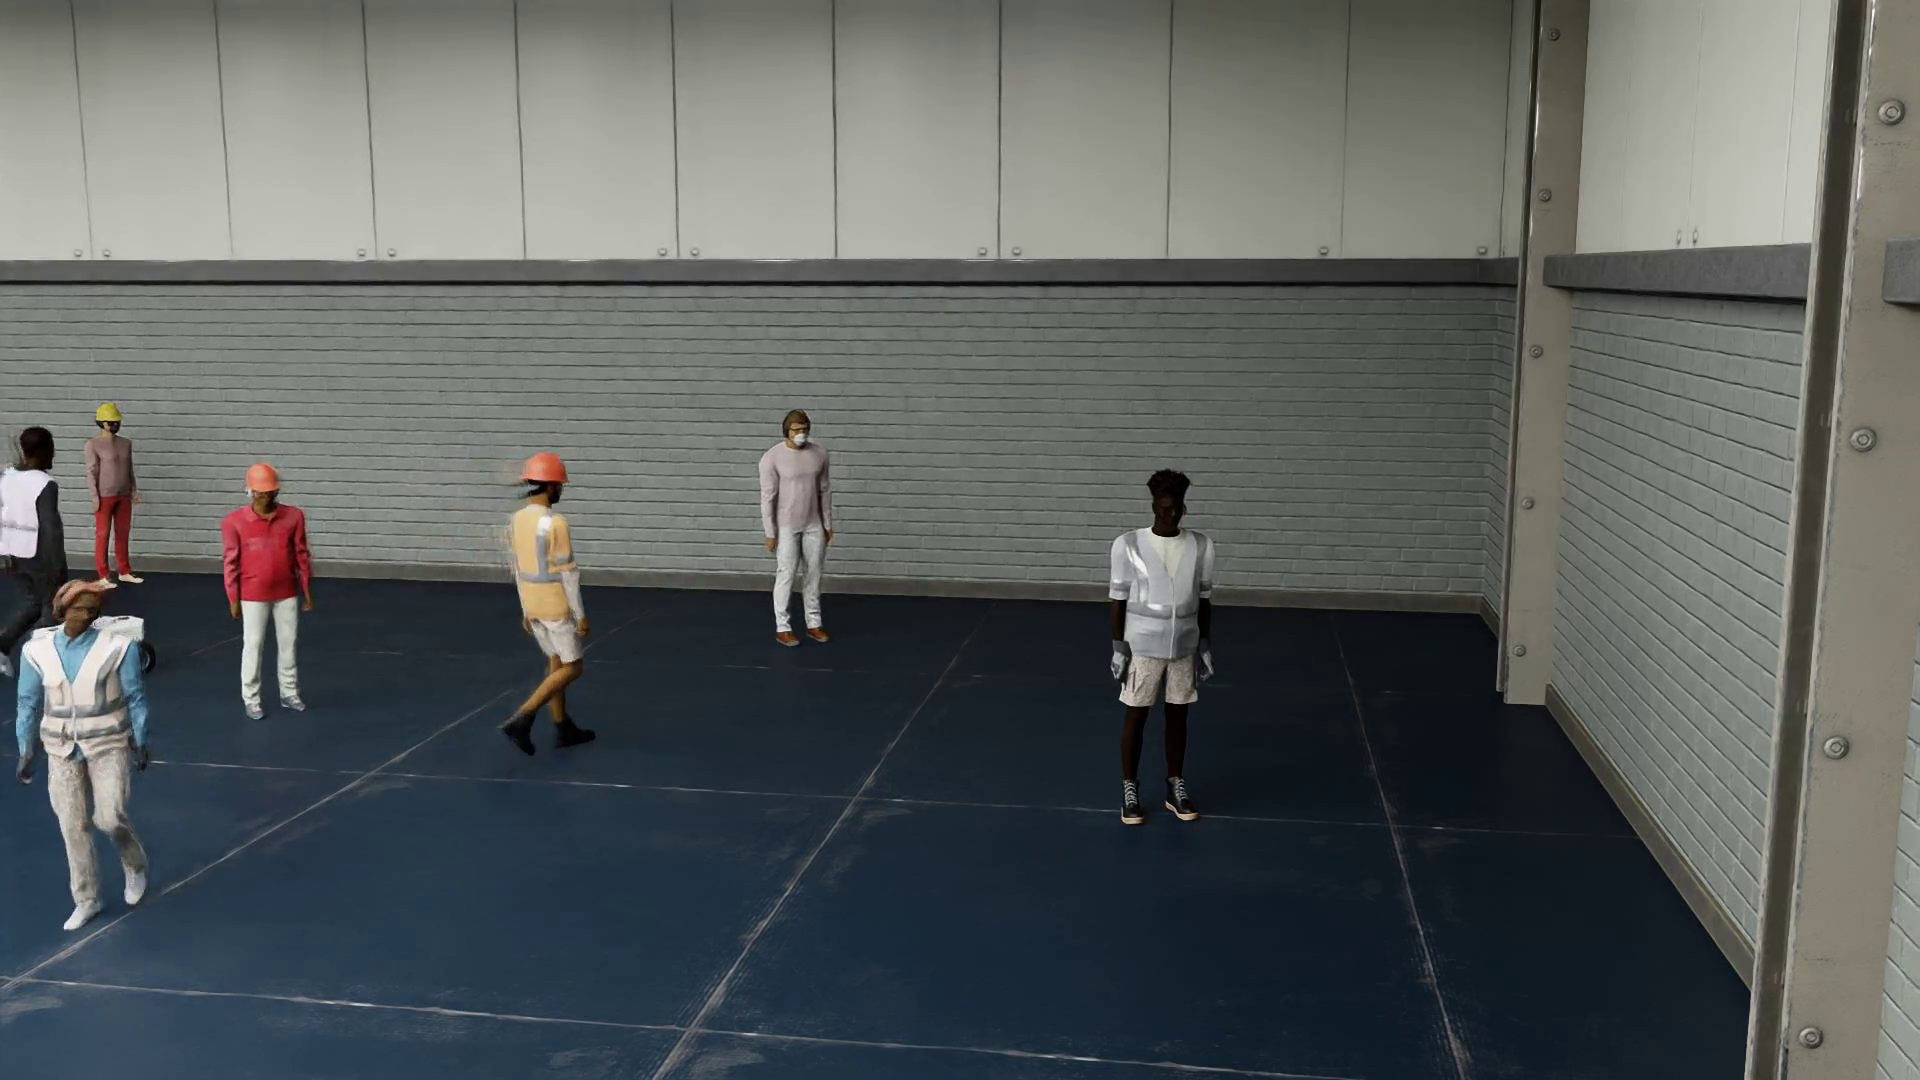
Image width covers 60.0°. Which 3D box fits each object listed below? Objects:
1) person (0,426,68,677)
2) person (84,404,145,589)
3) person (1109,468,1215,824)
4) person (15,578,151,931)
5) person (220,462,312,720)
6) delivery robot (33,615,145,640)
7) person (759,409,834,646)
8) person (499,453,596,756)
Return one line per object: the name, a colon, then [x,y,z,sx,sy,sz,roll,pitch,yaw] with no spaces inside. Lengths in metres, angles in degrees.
person: [-6.807,0.120,12.169,0.623,1.900,0.548,5,11,30]
person: [-8.121,-0.423,15.977,0.321,1.761,0.522,3,10,20]
person: [1.113,0.579,9.155,0.602,1.966,0.368,-2,9,-13]
person: [-4.068,0.984,7.724,0.543,1.622,0.369,-1,9,-6]
person: [-4.699,0.335,11.330,0.571,1.745,0.352,-8,12,-40]
delivery robot: [-6.441,0.723,12.306,0.477,0.478,0.707,7,11,36]
person: [-1.324,-0.102,13.490,0.636,1.927,0.366,-7,11,-36]
person: [-2.575,0.411,10.344,0.564,1.912,0.681,9,13,44]
